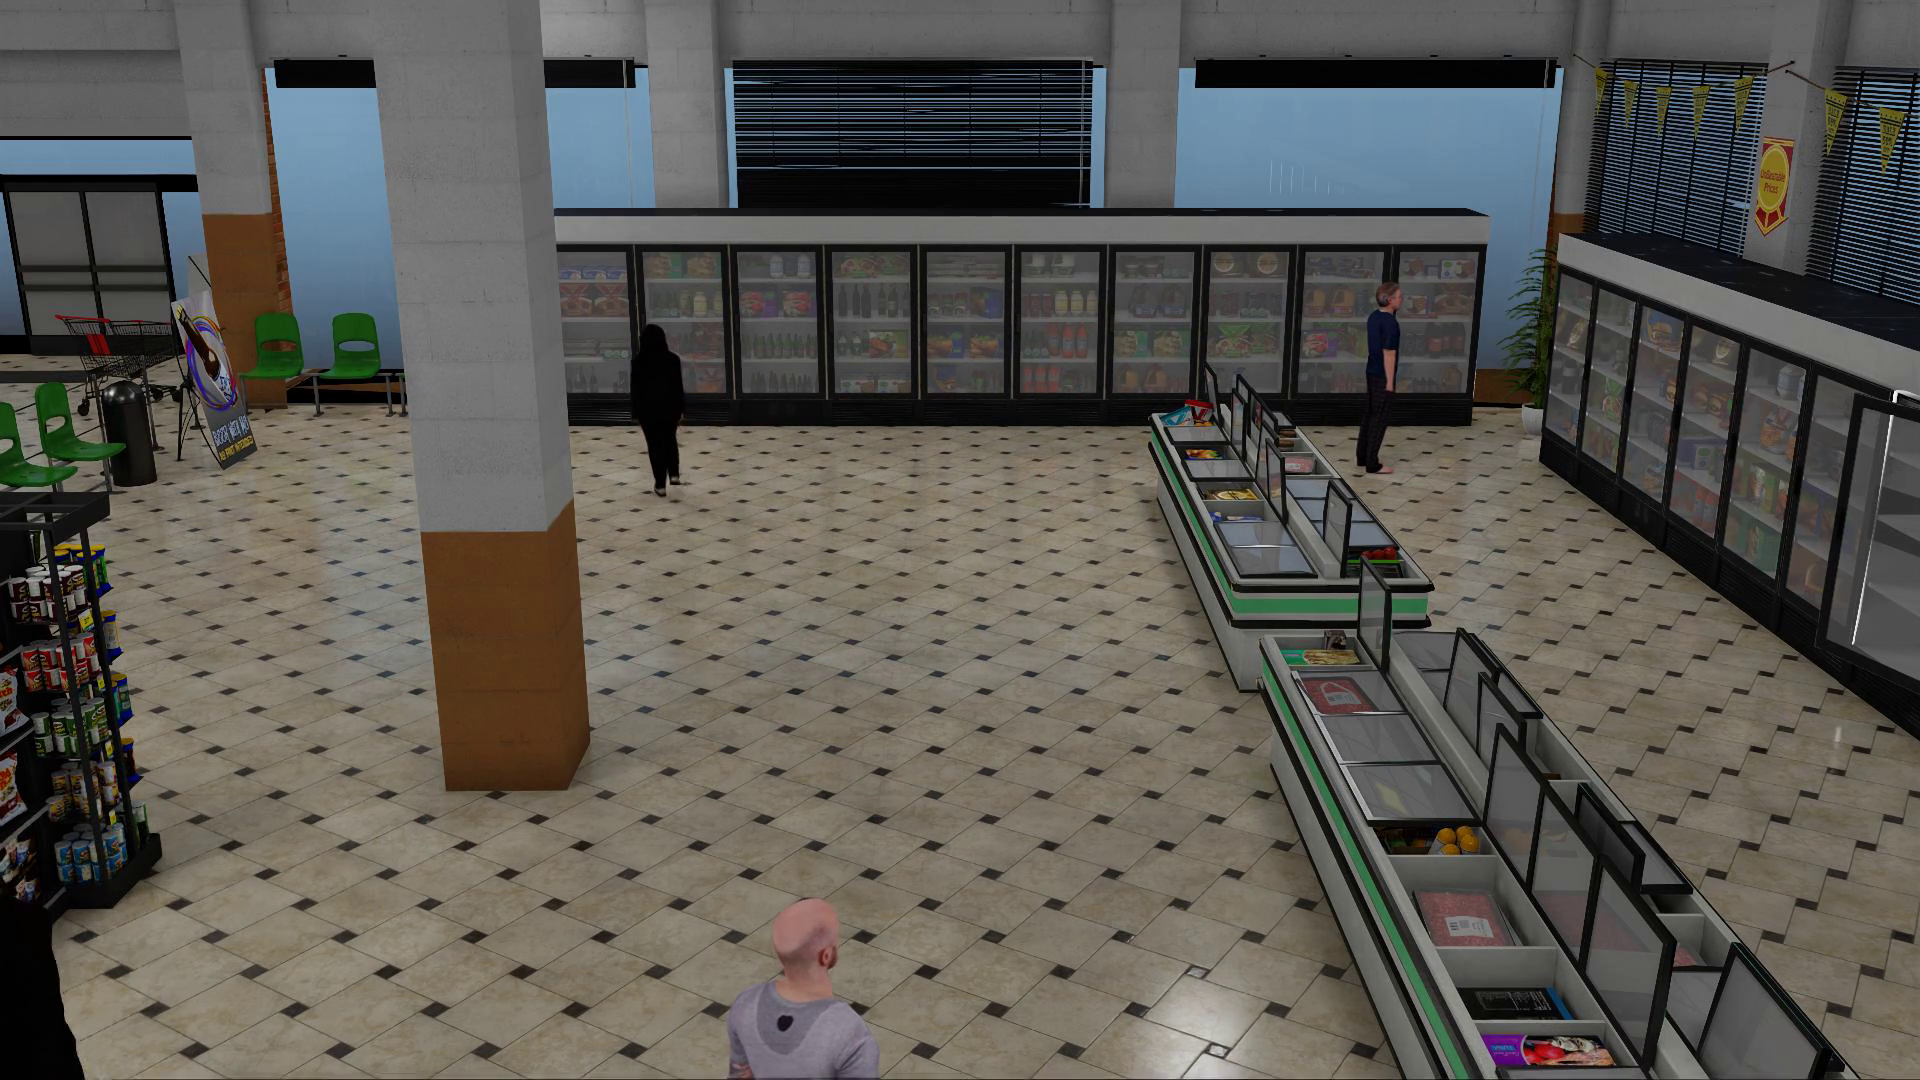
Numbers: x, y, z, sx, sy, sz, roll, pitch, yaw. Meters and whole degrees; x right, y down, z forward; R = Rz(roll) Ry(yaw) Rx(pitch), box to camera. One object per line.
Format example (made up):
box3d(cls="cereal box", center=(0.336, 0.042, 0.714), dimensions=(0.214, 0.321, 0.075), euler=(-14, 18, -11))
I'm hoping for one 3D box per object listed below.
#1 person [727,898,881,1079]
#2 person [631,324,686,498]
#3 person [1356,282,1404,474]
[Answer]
box3d(cls="person", center=(-0.438, 1.888, 4.914), dimensions=(0.767, 1.837, 0.768), euler=(10, 19, 29))
box3d(cls="person", center=(-2.782, -1.178, 15.412), dimensions=(0.744, 1.605, 0.764), euler=(-7, 18, -23))
box3d(cls="person", center=(4.134, -1.599, 16.343), dimensions=(0.735, 1.869, 0.500), euler=(-2, 17, -6))
